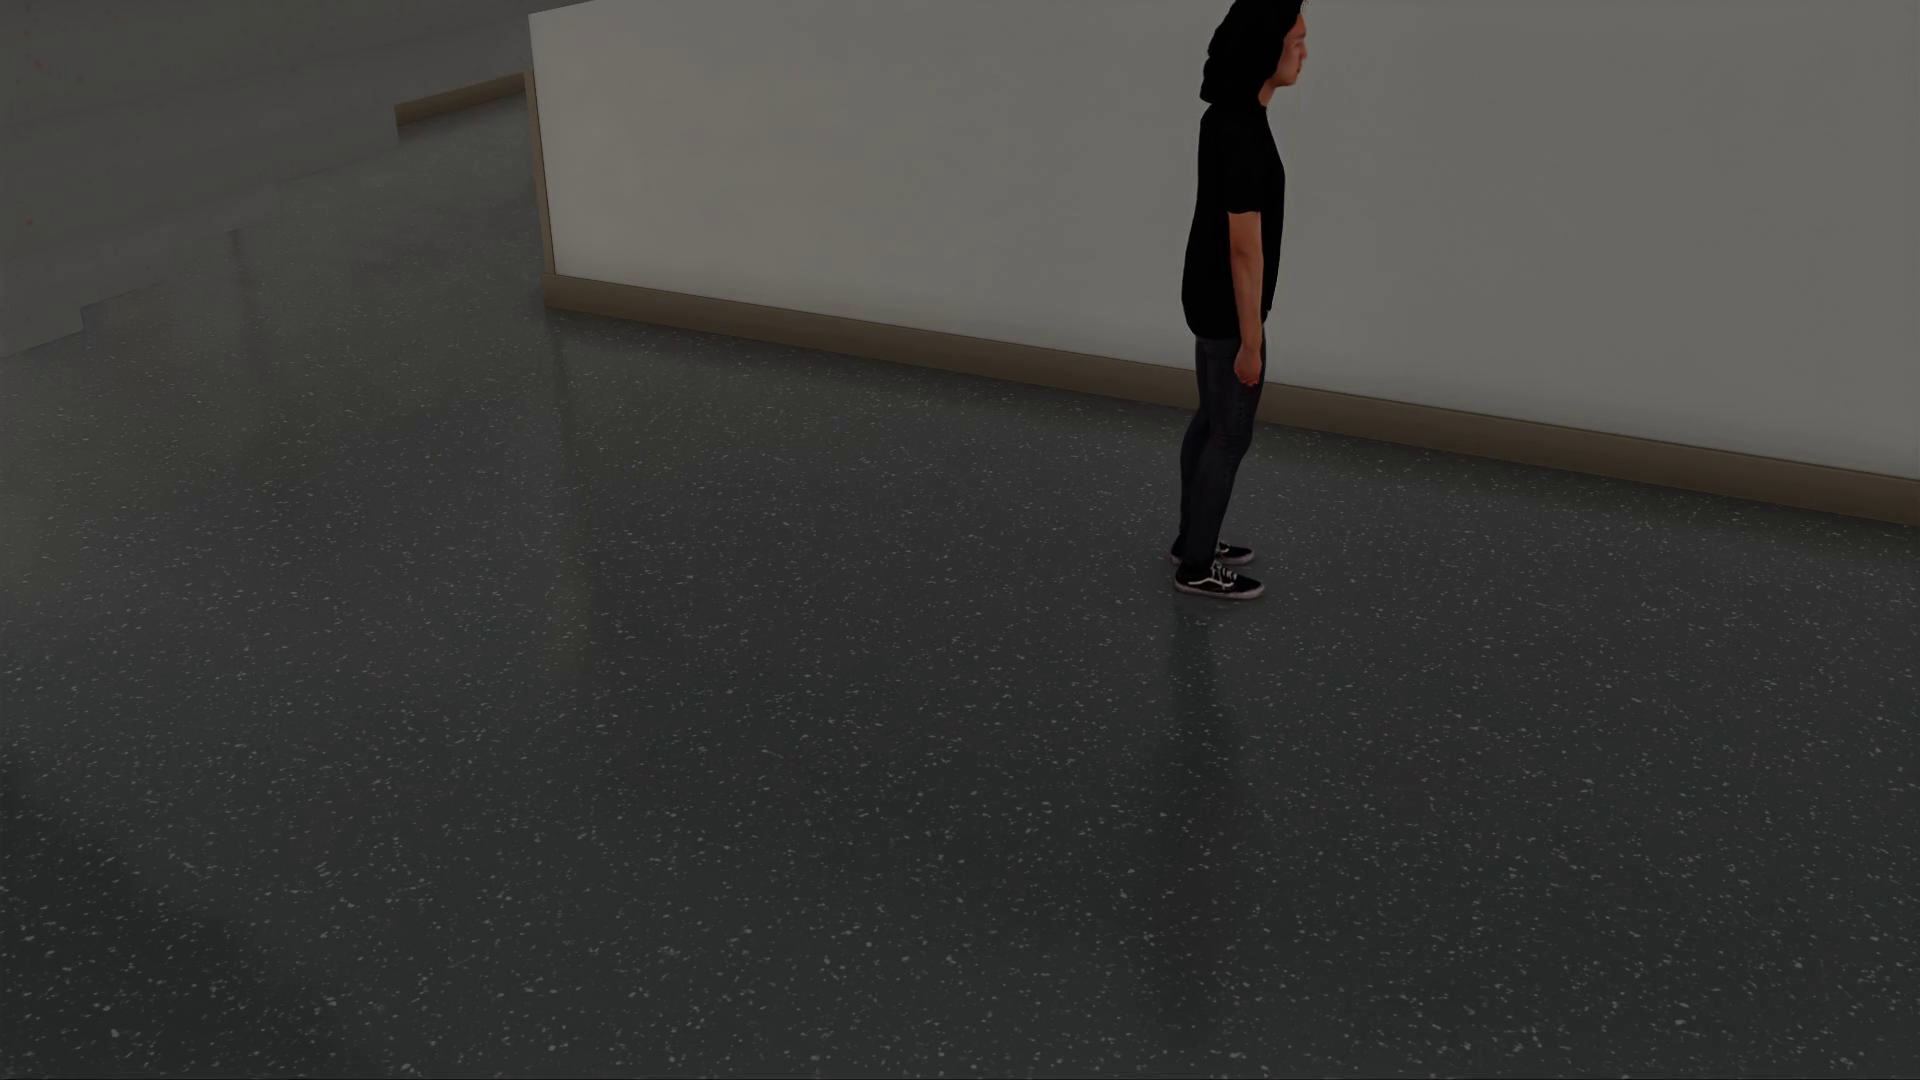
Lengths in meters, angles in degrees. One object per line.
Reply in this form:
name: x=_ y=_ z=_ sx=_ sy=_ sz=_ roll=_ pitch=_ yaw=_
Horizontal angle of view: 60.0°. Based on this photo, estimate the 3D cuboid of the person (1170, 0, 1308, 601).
person: x=0.787 y=-0.705 z=4.928 sx=0.690 sy=1.827 sz=0.707 roll=-1 pitch=26 yaw=-1
